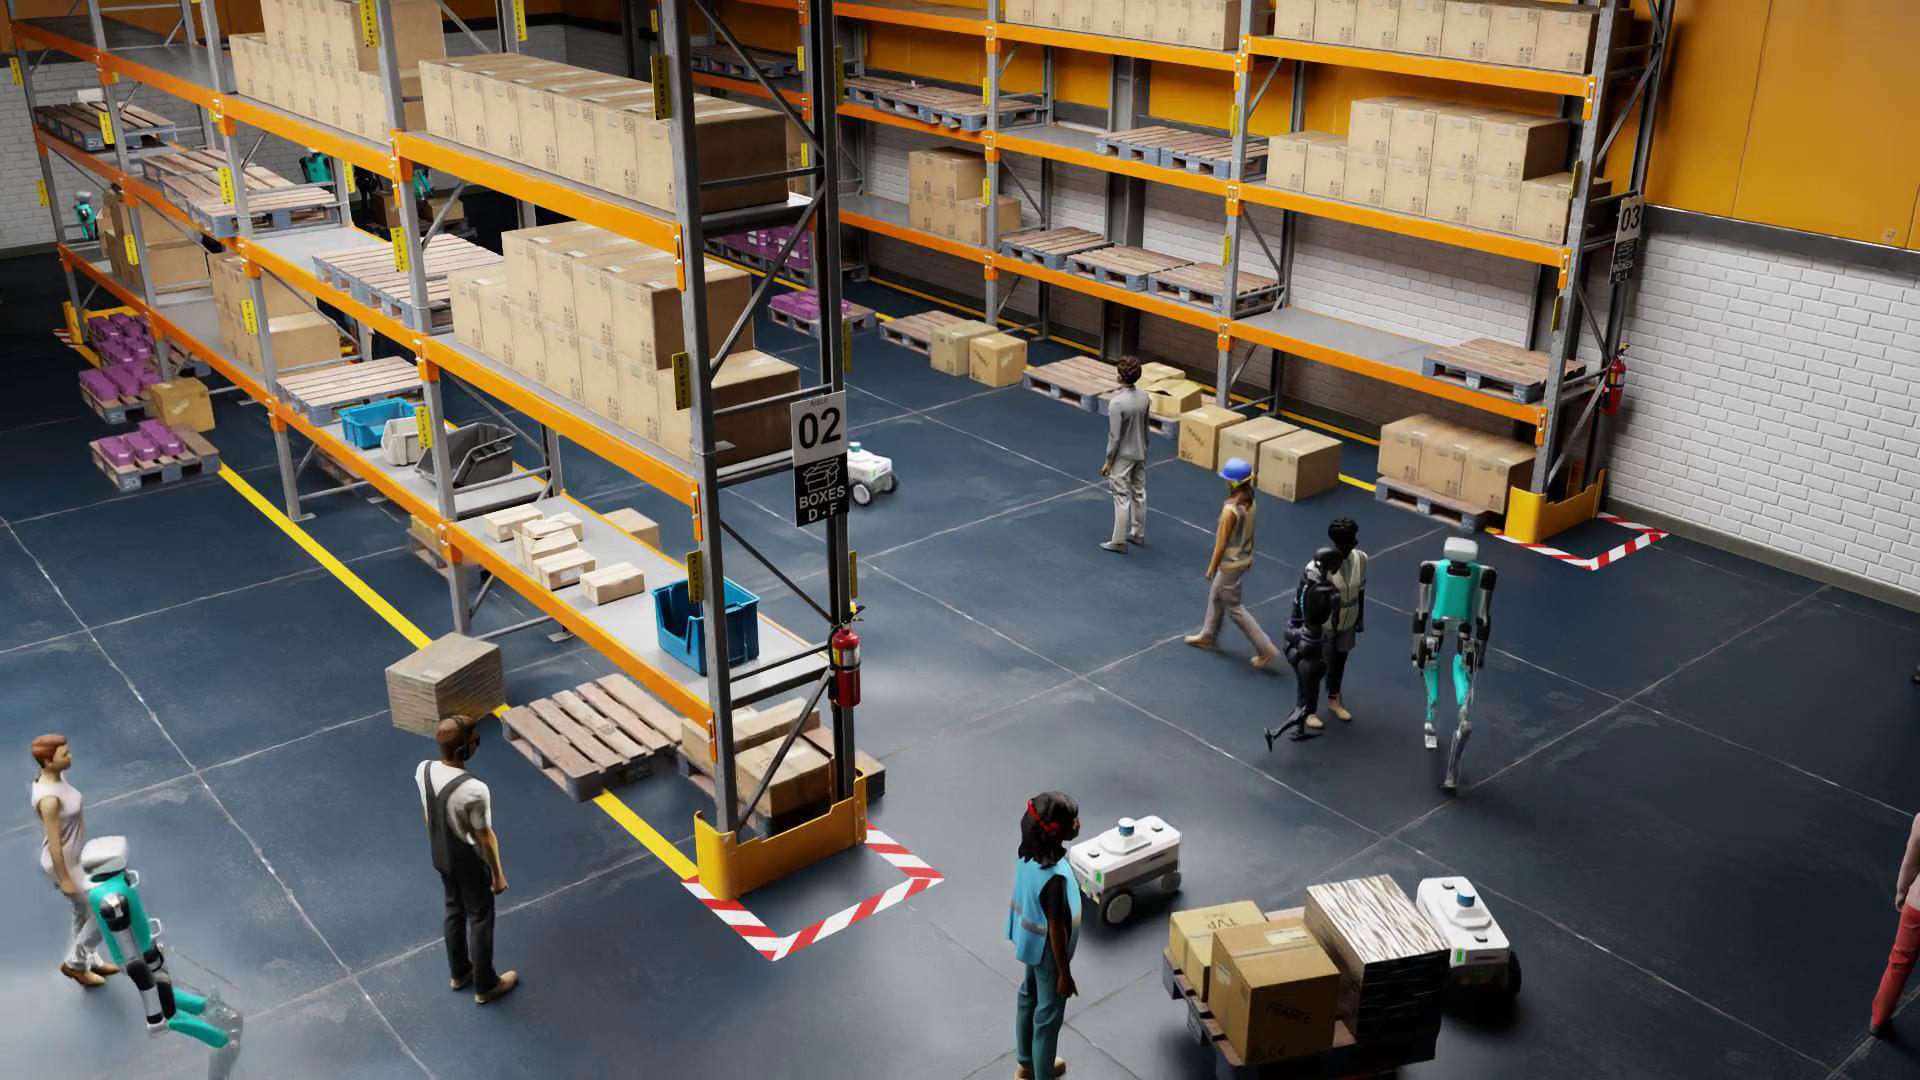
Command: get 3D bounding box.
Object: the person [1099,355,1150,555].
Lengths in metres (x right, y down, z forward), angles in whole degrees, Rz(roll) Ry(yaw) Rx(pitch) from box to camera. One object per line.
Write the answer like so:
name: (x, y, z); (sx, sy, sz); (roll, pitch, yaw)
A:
person: (1.554, -0.781, 15.398); (0.532, 1.899, 0.401); (-18, 29, -36)

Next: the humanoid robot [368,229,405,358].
humanoid robot: (-7.314, -3.129, 21.093); (0.599, 1.659, 0.315); (2, 23, 4)

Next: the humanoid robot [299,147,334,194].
humanoid robot: (-9.917, -5.308, 26.228); (0.536, 1.902, 0.730); (3, 24, 8)

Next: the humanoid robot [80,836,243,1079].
humanoid robot: (-3.987, 2.269, 8.572); (0.715, 1.807, 0.538); (-14, 27, -29)

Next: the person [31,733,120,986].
person: (-5.082, 1.861, 9.588); (0.370, 1.645, 0.477); (-9, 25, -20)

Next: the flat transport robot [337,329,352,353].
flat transport robot: (-8.537, -2.641, 21.760); (0.659, 0.231, 1.431); (-21, 31, -39)

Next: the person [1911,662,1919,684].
person: (7.816, 0.265, 12.947); (0.546, 1.926, 0.388); (13, 27, 28)

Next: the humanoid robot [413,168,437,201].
humanoid robot: (-9.104, -6.231, 28.283); (0.792, 1.804, 0.533); (14, 27, 30)

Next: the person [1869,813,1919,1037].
person: (5.383, 2.023, 9.085); (0.341, 1.758, 0.517); (-19, 30, -37)

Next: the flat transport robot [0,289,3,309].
flat transport robot: (-14.229, -3.293, 23.268); (1.431, 0.231, 0.659); (-10, 25, -23)

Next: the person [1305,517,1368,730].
person: (2.793, 0.606, 12.442); (0.533, 1.693, 0.320); (-10, 25, -22)

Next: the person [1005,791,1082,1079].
person: (0.449, 2.140, 8.670); (0.389, 1.870, 0.528); (-7, 24, -15)

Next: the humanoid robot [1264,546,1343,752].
humanoid robot: (2.471, 0.790, 12.060); (0.592, 1.639, 0.604); (-8, 25, -18)

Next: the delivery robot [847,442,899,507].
delivery robot: (-1.048, -0.701, 16.883); (0.769, 0.577, 0.499); (14, 27, 30)

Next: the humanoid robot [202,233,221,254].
humanoid robot: (-10.997, -4.493, 24.315); (0.654, 1.650, 0.595); (4, 24, 10)

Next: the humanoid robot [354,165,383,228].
humanoid robot: (-9.965, -6.081, 27.933); (0.599, 1.655, 0.315); (15, 27, 30)

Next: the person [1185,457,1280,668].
person: (2.236, 0.181, 13.359); (0.815, 1.745, 0.467); (13, 26, 27)

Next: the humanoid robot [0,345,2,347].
humanoid robot: (-12.653, -3.151, 21.177); (0.398, 1.646, 0.589); (14, 27, 29)

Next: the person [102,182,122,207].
person: (-12.056, -4.510, 24.076); (0.589, 1.860, 0.470); (-20, 30, -39)

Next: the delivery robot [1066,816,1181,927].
delivery robot: (1.031, 2.040, 10.539); (0.753, 0.579, 0.499); (-15, 27, -31)

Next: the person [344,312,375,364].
person: (-7.160, -2.636, 19.872); (0.345, 1.759, 0.497); (-19, 30, -37)

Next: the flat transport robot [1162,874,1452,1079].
flat transport robot: (1.846, 2.732, 9.317); (0.659, 0.231, 1.431); (-6, 24, -13)

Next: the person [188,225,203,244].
person: (-10.885, -4.148, 23.403); (0.564, 1.734, 0.577); (6, 24, 14)

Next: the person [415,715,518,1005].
person: (-2.803, 1.821, 9.461); (0.518, 1.834, 0.367); (13, 26, 27)

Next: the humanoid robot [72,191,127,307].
humanoid robot: (-11.649, -3.924, 22.881); (0.769, 1.784, 0.550); (-12, 26, -26)

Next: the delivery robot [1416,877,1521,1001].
delivery robot: (2.976, 2.342, 9.855); (0.499, 0.592, 0.774); (-2, 23, -5)

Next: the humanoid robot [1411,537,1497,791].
humanoid robot: (3.452, 0.916, 11.726); (0.531, 1.768, 1.028); (5, 24, 11)
